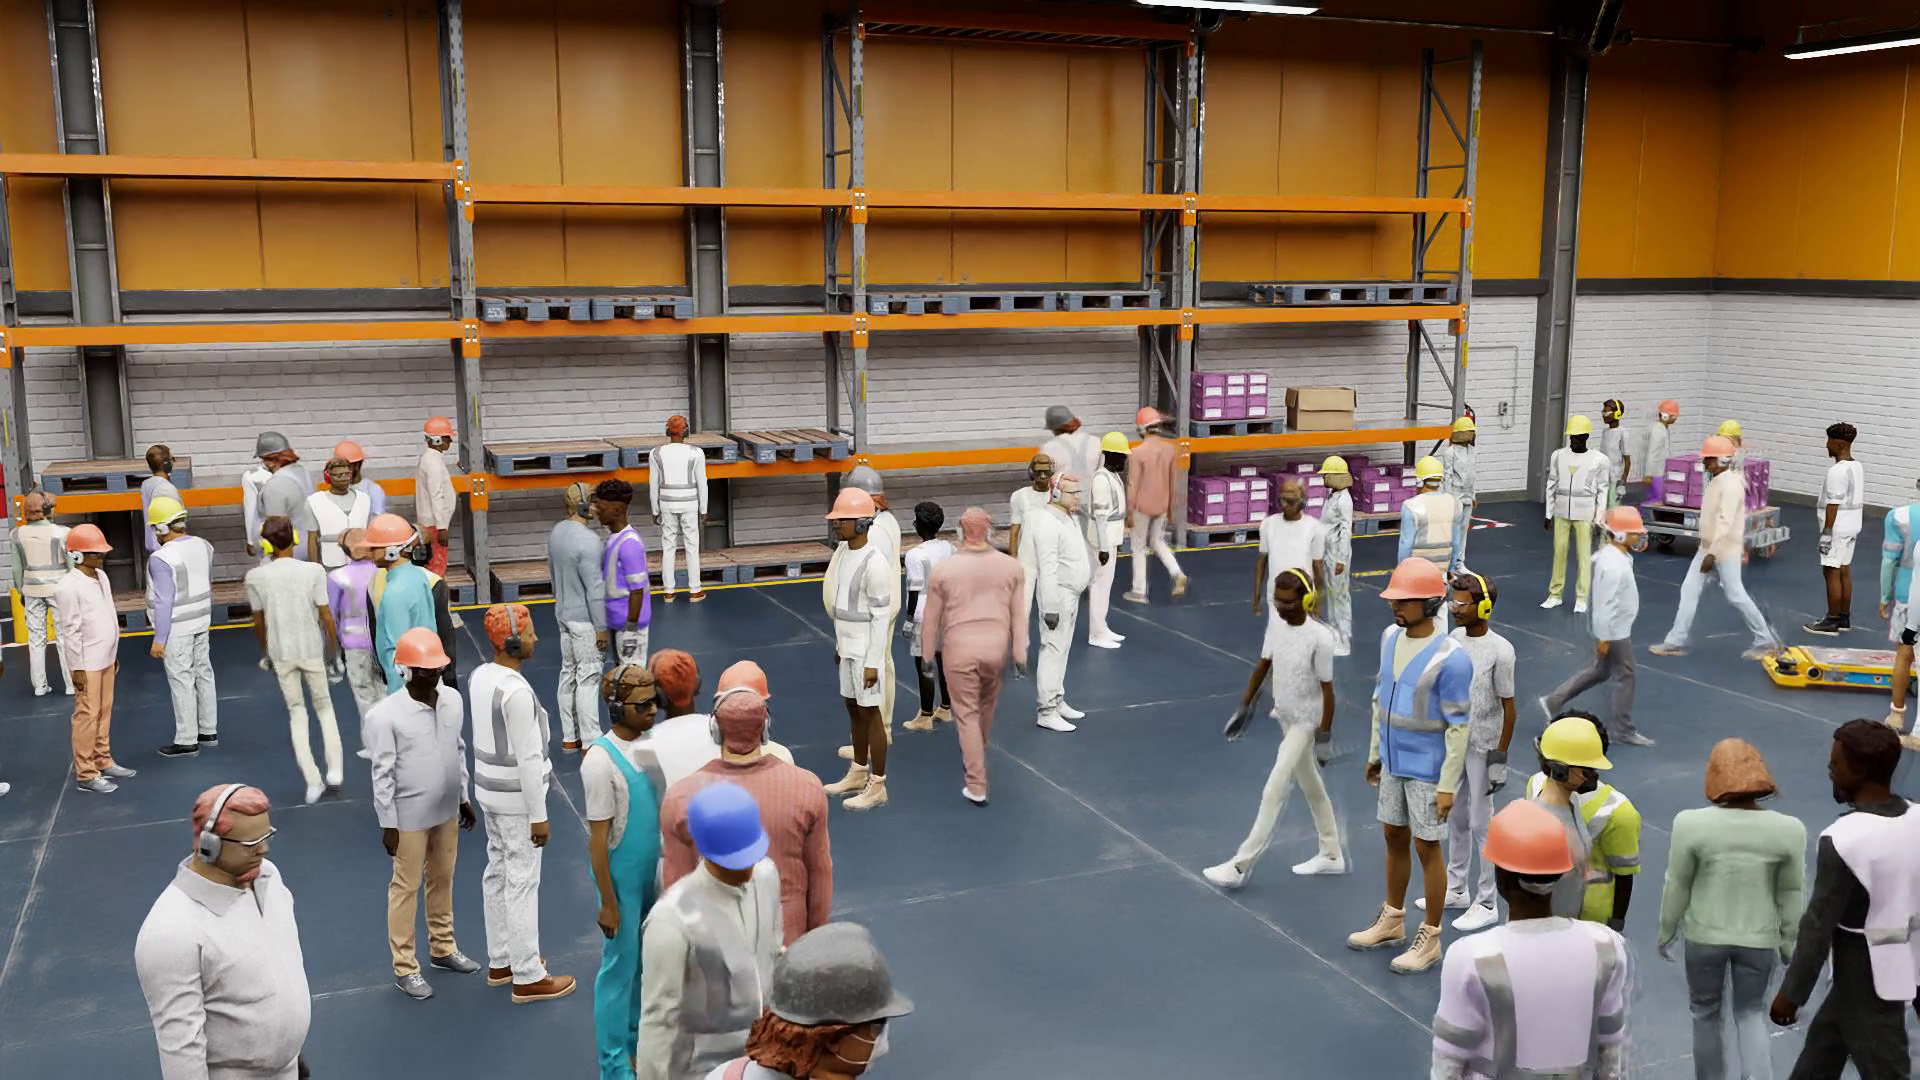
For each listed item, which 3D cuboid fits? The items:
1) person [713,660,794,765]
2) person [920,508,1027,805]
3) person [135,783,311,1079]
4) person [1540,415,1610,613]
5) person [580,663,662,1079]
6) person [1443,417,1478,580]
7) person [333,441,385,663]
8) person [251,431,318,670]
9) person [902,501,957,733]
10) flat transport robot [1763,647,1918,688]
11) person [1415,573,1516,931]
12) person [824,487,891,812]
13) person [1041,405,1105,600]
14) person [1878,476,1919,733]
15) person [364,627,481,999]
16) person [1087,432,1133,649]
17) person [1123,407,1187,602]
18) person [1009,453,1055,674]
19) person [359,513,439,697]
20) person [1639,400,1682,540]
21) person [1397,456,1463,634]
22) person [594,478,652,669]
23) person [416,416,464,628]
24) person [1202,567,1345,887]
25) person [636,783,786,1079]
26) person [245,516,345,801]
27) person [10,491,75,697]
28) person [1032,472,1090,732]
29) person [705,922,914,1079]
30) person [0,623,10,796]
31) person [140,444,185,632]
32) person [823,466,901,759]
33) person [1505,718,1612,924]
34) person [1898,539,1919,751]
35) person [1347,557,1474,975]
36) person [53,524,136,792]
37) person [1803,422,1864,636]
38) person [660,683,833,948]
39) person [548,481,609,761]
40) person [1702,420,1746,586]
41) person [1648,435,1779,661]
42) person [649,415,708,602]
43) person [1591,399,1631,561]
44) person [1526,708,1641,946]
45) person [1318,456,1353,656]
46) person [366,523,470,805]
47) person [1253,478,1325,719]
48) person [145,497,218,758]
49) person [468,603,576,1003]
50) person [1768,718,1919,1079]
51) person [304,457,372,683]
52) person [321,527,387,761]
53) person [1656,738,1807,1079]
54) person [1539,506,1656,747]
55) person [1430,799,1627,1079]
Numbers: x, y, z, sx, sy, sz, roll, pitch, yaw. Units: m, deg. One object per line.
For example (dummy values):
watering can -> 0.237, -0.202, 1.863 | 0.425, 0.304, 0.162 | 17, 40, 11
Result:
person -> -0.939, 1.386, 7.260 | 0.573, 1.746, 0.346 | 4, 10, 19
person -> 0.058, 0.711, 10.824 | 0.673, 1.855, 0.960 | -3, 10, -15
person -> -2.217, 1.676, 5.167 | 0.407, 1.902, 0.641 | 1, 10, 4
person -> 5.986, -0.255, 16.203 | 0.584, 1.928, 0.372 | 8, 13, 39
person -> -1.347, 1.408, 6.864 | 0.336, 1.845, 0.513 | 3, 10, 16
person -> 5.380, -0.453, 17.877 | 0.491, 1.746, 0.286 | -7, 12, -36
person -> -5.095, 0.129, 14.002 | 0.561, 1.931, 0.417 | 4, 11, 23
person -> -5.696, 0.064, 14.044 | 0.535, 2.000, 0.690 | 1, 10, 7
person -> -0.226, 0.561, 12.174 | 0.317, 1.696, 0.538 | 7, 12, 36
flat transport robot -> 7.345, 1.048, 13.471 | 1.431, 0.197, 0.652 | 3, 10, 16
person -> 2.653, 1.089, 8.638 | 0.309, 1.868, 0.535 | -4, 10, -20
person -> -0.652, 0.682, 10.471 | 0.378, 2.045, 0.605 | -5, 11, -25
person -> 1.113, -0.393, 16.675 | 0.748, 2.000, 0.534 | -4, 10, -20
person -> 7.004, 0.406, 12.064 | 0.609, 2.044, 0.396 | 6, 11, 29
person -> -2.531, 1.271, 7.914 | 0.327, 1.753, 0.563 | 5, 11, 28
person -> 1.333, -0.007, 14.787 | 0.386, 1.922, 0.594 | 2, 10, 13
person -> 1.921, -0.331, 16.522 | 0.626, 1.975, 0.618 | -7, 12, -36
person -> 0.661, 0.196, 13.848 | 0.506, 1.847, 0.343 | -2, 10, -10
person -> -3.289, 0.821, 9.856 | 0.409, 1.987, 0.618 | -1, 10, -3
person -> 8.458, -0.832, 20.118 | 0.422, 1.730, 0.564 | 5, 11, 27
person -> 3.842, 0.218, 13.753 | 0.603, 1.830, 0.404 | -4, 11, -23
person -> -2.318, 0.546, 11.478 | 0.370, 1.965, 0.608 | -4, 11, -21
person -> -4.857, -0.163, 15.528 | 0.404, 1.986, 0.604 | -3, 10, -18
person -> 1.756, 1.032, 9.130 | 0.988, 1.805, 0.543 | -3, 10, -16
person -> -0.760, 1.669, 5.243 | 0.668, 1.904, 0.695 | 5, 11, 24
person -> -4.259, 0.747, 10.721 | 0.564, 1.833, 0.593 | -3, 10, -17
person -> -7.167, 0.433, 13.085 | 0.514, 1.637, 0.308 | -1, 10, -3
person -> 0.756, 0.441, 12.265 | 0.405, 1.904, 0.653 | 3, 10, 15
person -> -0.283, 1.840, 3.812 | 0.684, 2.000, 0.535 | 9, 14, 43
person -> -6.377, 0.740, 10.503 | 0.592, 1.920, 0.392 | -4, 11, -22
person -> -6.885, 0.088, 14.470 | 0.508, 1.847, 0.345 | 7, 12, 36
person -> -0.688, 0.494, 11.569 | 0.536, 2.000, 0.672 | 2, 10, 12
person -> 2.283, 1.532, 6.401 | 0.340, 1.760, 0.525 | 6, 12, 31
person -> 6.889, 0.579, 11.650 | 0.624, 1.844, 0.430 | -2, 10, -10
person -> 2.197, 1.091, 8.118 | 0.385, 2.045, 0.605 | -4, 11, -24
person -> -5.650, 0.758, 10.874 | 0.335, 1.749, 0.575 | -1, 10, -5
person -> 8.053, -0.103, 15.261 | 0.370, 1.958, 0.598 | 9, 13, 42
person -> -0.801, 1.478, 6.280 | 0.639, 1.910, 0.407 | -2, 10, -13
person -> -2.605, 0.557, 11.497 | 0.372, 1.940, 0.628 | -8, 13, -39
person -> 8.047, -0.390, 17.515 | 0.298, 1.745, 0.484 | -5, 11, -28
person -> 6.565, 0.072, 14.283 | 1.021, 1.949, 0.608 | 0, 10, 1
person -> -2.804, -0.308, 16.644 | 0.582, 1.882, 0.351 | 0, 10, 0
person -> 7.275, -0.645, 18.622 | 0.313, 1.869, 0.539 | -2, 10, -11
person -> 2.459, 1.508, 6.717 | 0.316, 1.695, 0.542 | -6, 12, -31
person -> 3.252, 0.136, 14.486 | 0.320, 1.742, 0.492 | 0, 10, -1
person -> -3.363, 0.804, 10.356 | 0.636, 1.842, 0.429 | 5, 11, 28
person -> 2.536, 0.408, 12.716 | 0.525, 1.818, 0.840 | 5, 11, 28
person -> -5.432, 0.602, 11.577 | 0.403, 1.822, 0.589 | 1, 10, 8
person -> -2.086, 1.225, 7.816 | 0.356, 1.883, 0.573 | -8, 13, -38
person -> 3.218, 1.556, 5.960 | 0.592, 1.866, 1.007 | -8, 13, -38
person -> -5.074, 0.230, 13.645 | 0.389, 1.847, 0.563 | 8, 13, 39
person -> -4.115, 0.717, 11.487 | 0.418, 1.621, 0.533 | 8, 13, 39
person -> 3.034, 1.583, 6.532 | 0.506, 1.615, 0.467 | 2, 10, 11
person -> 4.588, 0.595, 11.872 | 0.732, 1.730, 0.558 | 3, 10, 18
person -> 1.639, 1.707, 4.913 | 0.566, 1.922, 0.400 | -2, 10, -11
